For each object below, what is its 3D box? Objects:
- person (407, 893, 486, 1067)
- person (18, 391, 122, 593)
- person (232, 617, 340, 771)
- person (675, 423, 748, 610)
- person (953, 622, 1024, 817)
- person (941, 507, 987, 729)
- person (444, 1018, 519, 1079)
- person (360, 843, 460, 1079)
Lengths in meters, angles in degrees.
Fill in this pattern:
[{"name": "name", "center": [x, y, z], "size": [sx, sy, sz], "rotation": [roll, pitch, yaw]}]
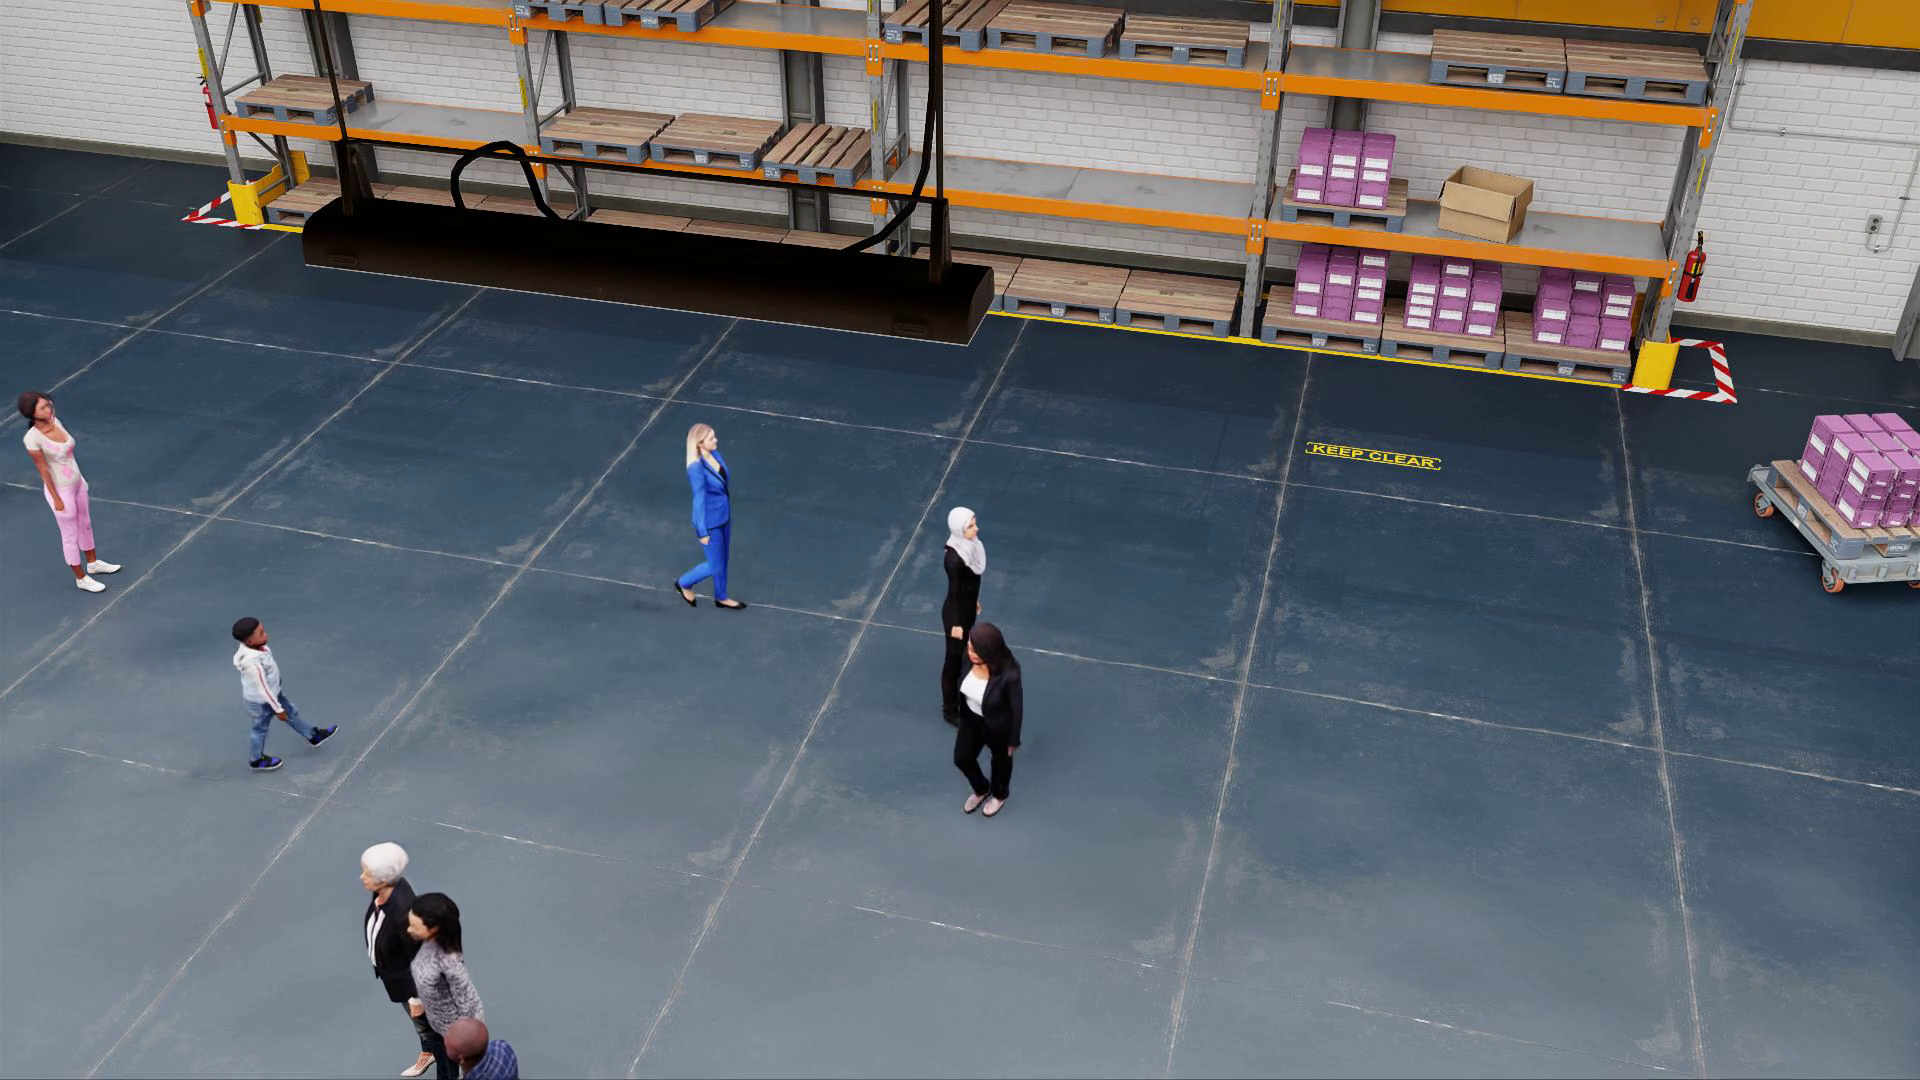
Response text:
[{"name": "person", "center": [-2.694, 2.522, 8.881], "size": [0.744, 1.732, 0.662], "rotation": [-22, 39, -29]}, {"name": "person", "center": [-7.150, -0.407, 13.279], "size": [0.583, 1.741, 0.610], "rotation": [1, 34, 2]}, {"name": "person", "center": [-4.883, 1.081, 11.503], "size": [0.920, 1.230, 0.785], "rotation": [-11, 35, -16]}, {"name": "person", "center": [-2.024, -0.150, 12.938], "size": [0.789, 1.691, 0.662], "rotation": [6, 34, 9]}, {"name": "person", "center": [0.254, 1.149, 11.068], "size": [0.706, 1.599, 0.826], "rotation": [21, 39, 28]}, {"name": "person", "center": [0.000, 0.531, 11.834], "size": [0.537, 1.779, 0.603], "rotation": [11, 35, 16]}, {"name": "person", "center": [-2.247, 2.967, 8.135], "size": [0.572, 1.817, 0.626], "rotation": [8, 35, 12]}, {"name": "person", "center": [-2.968, 2.341, 8.883], "size": [0.808, 1.781, 0.828], "rotation": [-20, 39, -27]}]
